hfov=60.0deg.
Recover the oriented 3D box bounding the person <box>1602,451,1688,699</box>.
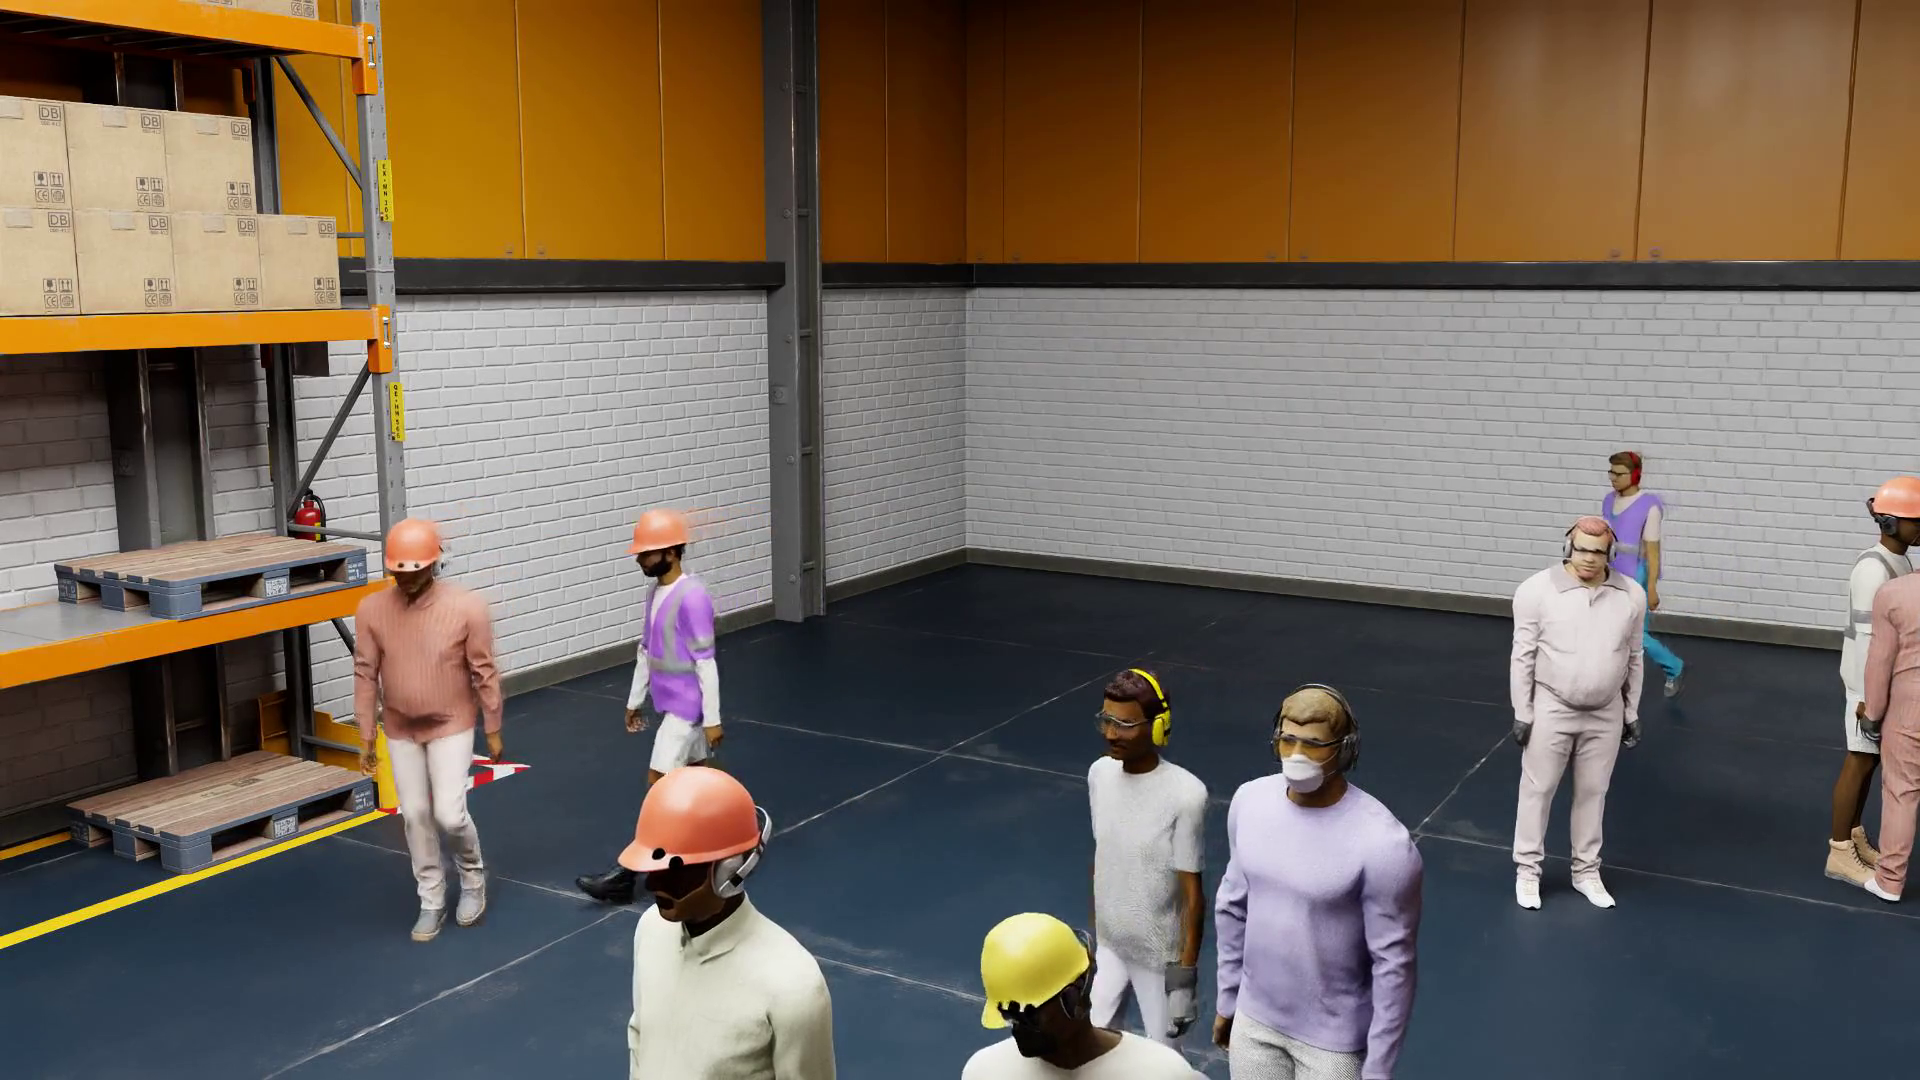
[{"bbox_3d":[4.717,0.278,11.605,0.730,1.816,0.564,-2,9,-13],"label":"person"}]

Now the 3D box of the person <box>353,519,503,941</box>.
[{"bbox_3d":[-2.410,0.861,7.505,0.618,1.964,0.484,1,9,3],"label":"person"}]

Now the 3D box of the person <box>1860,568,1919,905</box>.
[{"bbox_3d":[4.660,0.814,7.951,0.651,1.910,0.409,3,10,17],"label":"person"}]

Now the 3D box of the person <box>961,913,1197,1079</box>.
[{"bbox_3d":[0.303,1.595,3.675,0.576,1.714,0.655,2,9,11],"label":"person"}]

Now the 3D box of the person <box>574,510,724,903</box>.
[{"bbox_3d":[-1.482,0.801,8.066,0.944,1.889,0.574,-5,10,-28],"label":"person"}]

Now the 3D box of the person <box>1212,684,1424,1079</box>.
[{"bbox_3d":[0.942,1.341,4.565,0.364,1.939,0.636,-7,12,-39],"label":"person"}]

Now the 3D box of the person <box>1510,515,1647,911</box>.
[{"bbox_3d":[2.947,0.823,7.930,0.643,1.902,0.400,0,9,-1],"label":"person"}]

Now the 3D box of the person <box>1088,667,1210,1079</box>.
[{"bbox_3d":[0.614,1.288,5.245,0.788,1.847,0.539,-8,12,-40],"label":"person"}]

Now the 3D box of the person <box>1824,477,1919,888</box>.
[{"bbox_3d":[4.595,0.698,8.258,0.392,2.041,0.615,7,12,38],"label":"person"}]

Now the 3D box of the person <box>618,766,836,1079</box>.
[{"bbox_3d":[-0.536,1.458,3.662,0.622,1.992,0.396,8,12,42],"label":"person"}]
